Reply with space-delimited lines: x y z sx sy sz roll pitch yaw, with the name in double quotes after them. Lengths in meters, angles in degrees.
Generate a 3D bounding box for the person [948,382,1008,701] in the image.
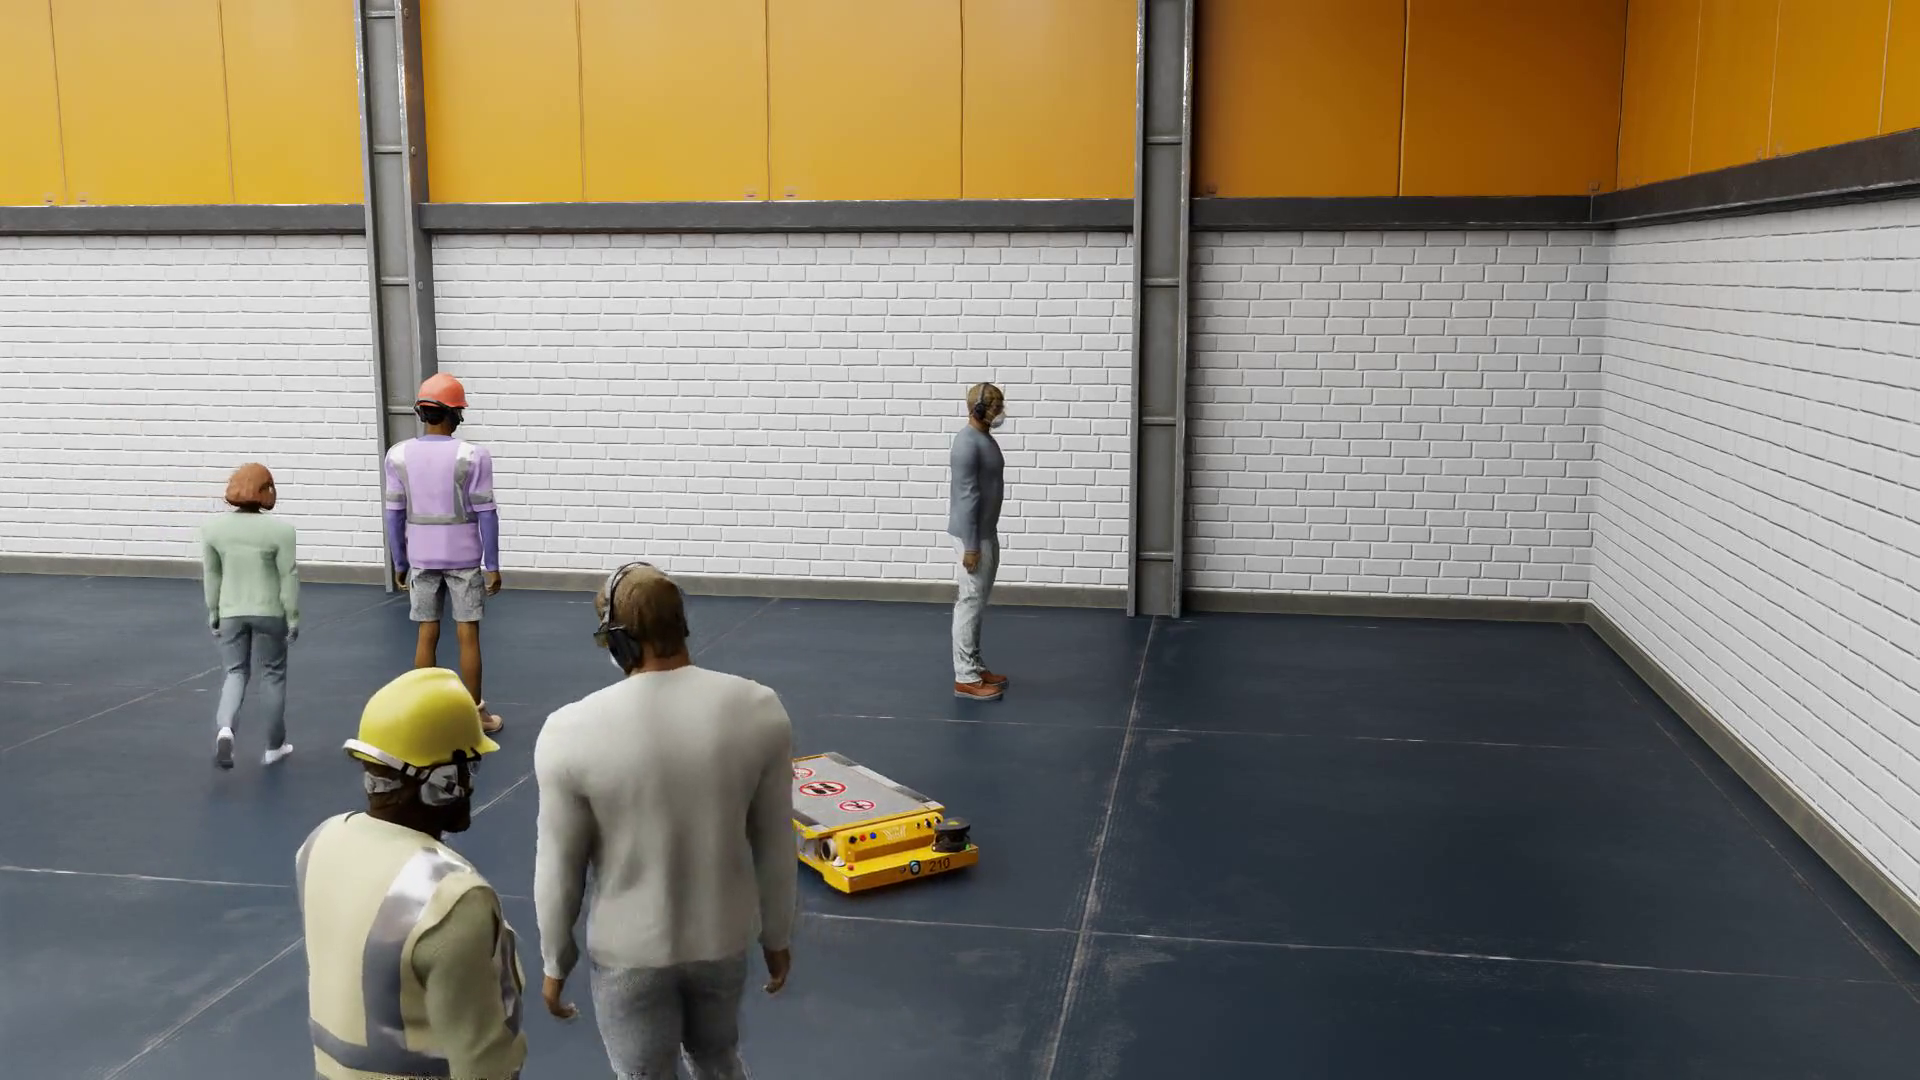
0.118 -0.001 10.203 0.376 1.933 0.641 2 9 11 "person"

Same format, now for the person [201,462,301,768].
-3.682 0.407 8.626 0.506 1.616 0.535 0 9 -3 "person"

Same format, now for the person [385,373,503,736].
-2.842 0.099 9.232 0.616 2.041 0.378 1 9 5 "person"

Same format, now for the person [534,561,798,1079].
-0.719 0.997 4.109 0.634 1.912 0.431 -5 10 -27 "person"

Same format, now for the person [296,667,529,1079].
-1.089 1.158 3.392 0.404 1.820 0.605 -9 13 -44 "person"

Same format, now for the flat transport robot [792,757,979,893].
-0.580 1.247 7.600 0.652 0.197 1.431 -6 11 -33 "flat transport robot"
